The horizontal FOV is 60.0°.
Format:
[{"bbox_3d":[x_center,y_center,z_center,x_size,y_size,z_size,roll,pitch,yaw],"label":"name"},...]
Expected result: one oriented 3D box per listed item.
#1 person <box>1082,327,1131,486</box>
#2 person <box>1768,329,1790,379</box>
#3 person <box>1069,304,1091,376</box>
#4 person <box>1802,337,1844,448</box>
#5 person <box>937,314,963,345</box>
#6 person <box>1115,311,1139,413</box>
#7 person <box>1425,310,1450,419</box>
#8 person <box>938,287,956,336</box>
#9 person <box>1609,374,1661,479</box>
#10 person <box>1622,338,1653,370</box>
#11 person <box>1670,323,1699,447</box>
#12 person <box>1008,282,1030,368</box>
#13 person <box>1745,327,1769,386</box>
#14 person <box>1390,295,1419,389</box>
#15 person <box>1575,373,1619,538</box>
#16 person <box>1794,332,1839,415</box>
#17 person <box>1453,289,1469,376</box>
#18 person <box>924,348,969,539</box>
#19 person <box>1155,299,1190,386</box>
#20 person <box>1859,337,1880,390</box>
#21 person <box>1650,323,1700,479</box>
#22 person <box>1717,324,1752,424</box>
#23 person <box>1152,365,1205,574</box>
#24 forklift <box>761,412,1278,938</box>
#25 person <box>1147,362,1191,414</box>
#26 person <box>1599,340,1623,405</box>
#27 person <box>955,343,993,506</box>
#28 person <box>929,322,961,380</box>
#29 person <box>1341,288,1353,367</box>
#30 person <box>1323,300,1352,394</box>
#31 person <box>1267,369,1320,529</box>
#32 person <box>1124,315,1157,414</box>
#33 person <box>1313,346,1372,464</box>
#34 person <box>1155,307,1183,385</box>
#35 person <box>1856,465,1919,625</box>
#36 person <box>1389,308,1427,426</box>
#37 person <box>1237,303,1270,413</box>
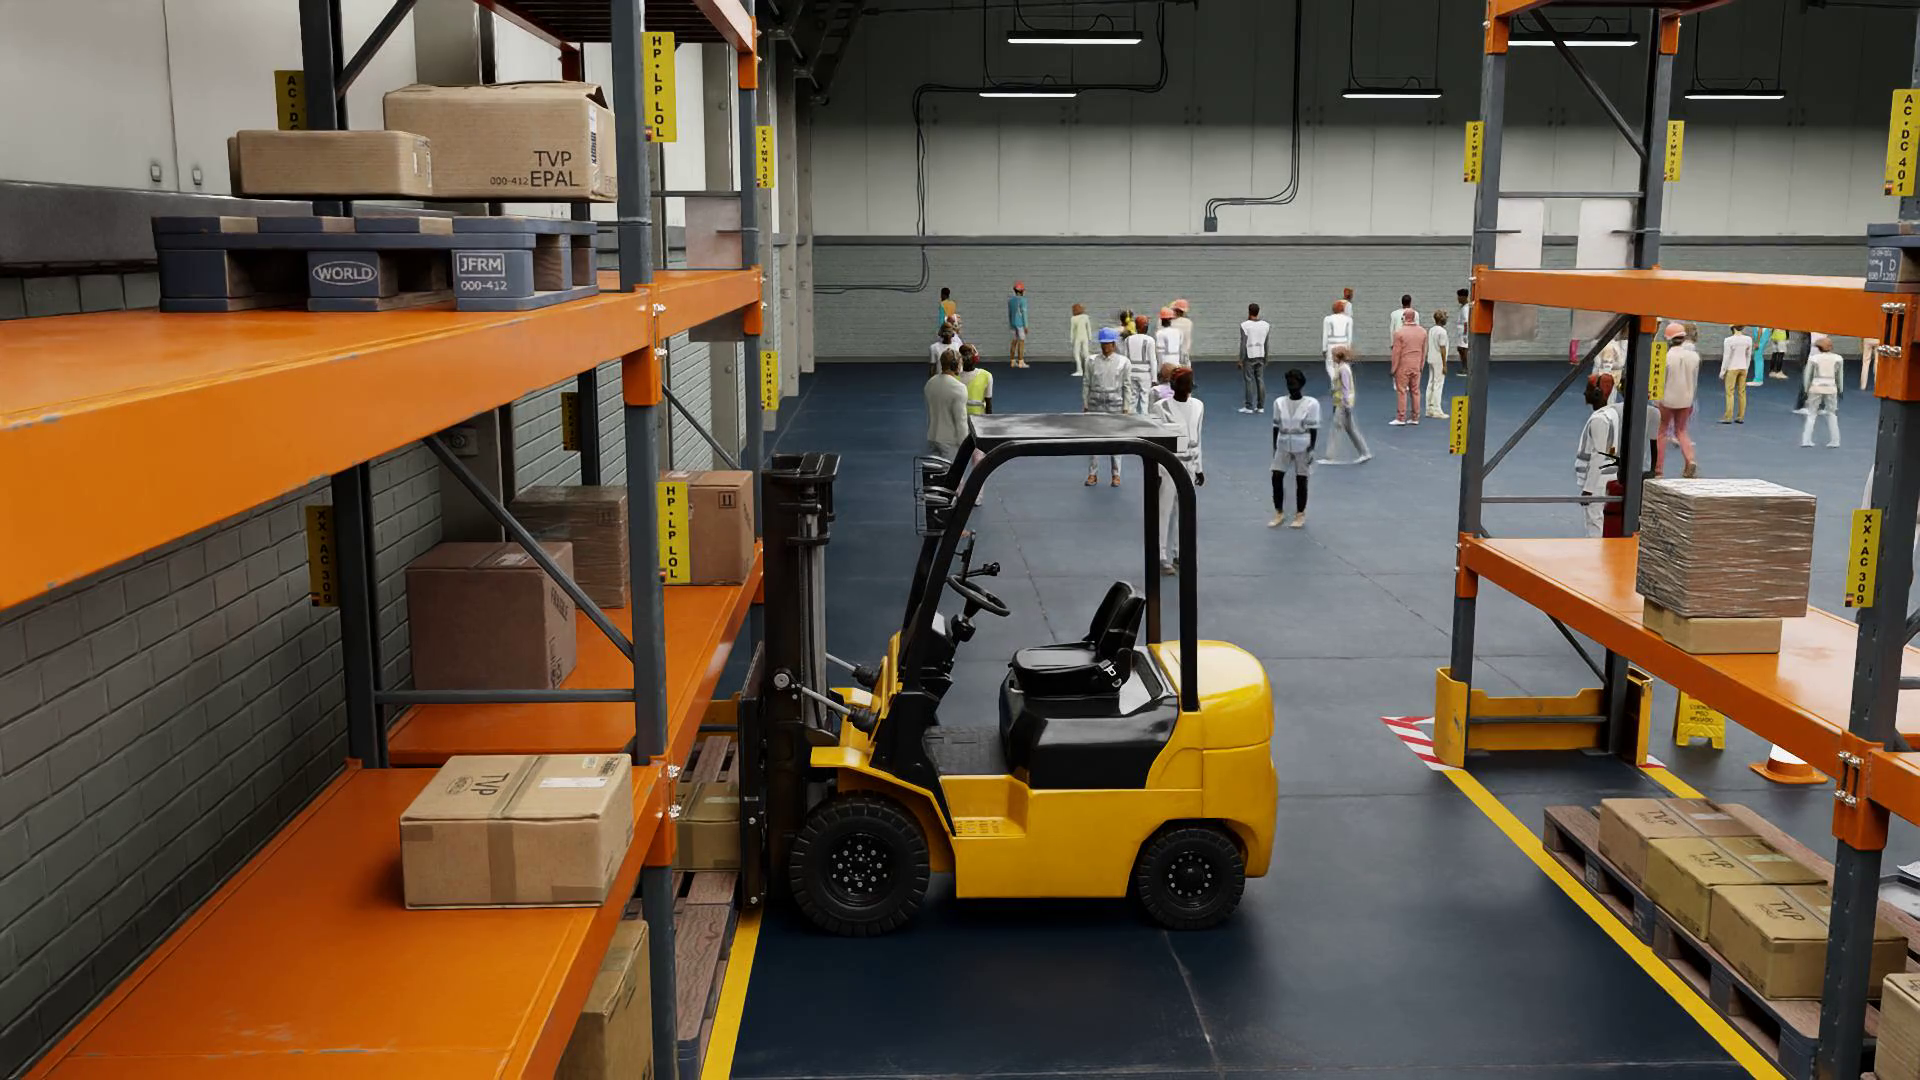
[{"bbox_3d":[1.791,-1.627,20.380,0.605,1.949,0.384,2,10,13],"label":"person"},{"bbox_3d":[17.994,-4.388,36.462,0.317,1.695,0.540,-2,10,-9],"label":"person"},{"bbox_3d":[2.729,-4.476,37.215,0.654,1.613,0.282,-6,12,-29],"label":"person"},{"bbox_3d":[12.538,-2.137,24.156,0.542,1.615,0.371,2,10,11],"label":"person"},{"bbox_3d":[-0.112,-2.461,25.179,0.400,1.900,0.647,-4,11,-20],"label":"person"},{"bbox_3d":[2.764,-2.958,28.171,0.756,1.822,0.565,-2,10,-12],"label":"person"},{"bbox_3d":[8.097,-2.969,28.142,0.341,1.846,0.510,-2,10,-12],"label":"person"},{"bbox_3d":[-0.296,-5.012,39.365,0.391,1.911,0.585,6,12,30],"label":"person"},{"bbox_3d":[5.911,-0.574,14.751,0.518,1.865,0.328,7,12,34],"label":"person"},{"bbox_3d":[12.299,-3.220,30.250,0.508,1.599,0.844,3,11,16],"label":"person"},{"bbox_3d":[10.546,-2.235,24.147,0.384,1.827,0.564,2,10,11],"label":"person"},{"bbox_3d":[1.402,-5.090,39.411,0.373,2.044,0.608,-8,13,-39],"label":"person"},{"bbox_3d":[16.597,-4.111,34.551,0.361,1.834,0.519,6,12,29],"label":"person"},{"bbox_3d":[9.009,-4.007,33.722,0.591,1.920,0.393,6,12,31],"label":"person"},{"bbox_3d":[5.421,-0.487,14.215,0.355,1.882,0.575,5,11,27],"label":"person"},{"bbox_3d":[14.864,-3.084,28.680,0.619,1.876,0.938,-6,12,-29],"label":"person"},{"bbox_3d":[11.254,-4.638,37.159,0.407,1.944,0.618,2,10,9],"label":"person"},{"bbox_3d":[-0.130,-0.967,16.777,0.369,1.932,0.623,-8,13,-37],"label":"person"},{"bbox_3d":[3.792,-3.333,29.869,0.670,1.957,0.470,0,10,-2],"label":"person"},{"bbox_3d":[18.467,-3.949,33.610,0.517,1.842,0.325,5,12,28],"label":"person"},{"bbox_3d":[8.978,-1.731,20.871,0.640,1.980,0.606,-2,10,-8],"label":"person"},{"bbox_3d":[12.740,-2.784,27.361,0.524,1.760,0.327,-3,11,-14],"label":"person"},{"bbox_3d":[1.975,-0.640,15.066,0.577,1.882,0.349,-7,12,-33],"label":"person"},{"bbox_3d":[0.291,0.548,7.580,2.313,2.155,1.214,0,10,-2],"label":"forklift"},{"bbox_3d":[2.362,-1.188,18.831,0.519,1.631,0.322,-1,10,-6],"label":"person"},{"bbox_3d":[9.470,-2.285,24.135,0.390,1.923,0.549,6,12,30],"label":"person"},{"bbox_3d":[0.095,-1.307,18.876,0.563,1.847,0.389,3,11,17],"label":"person"},{"bbox_3d":[-0.189,-2.199,23.855,0.508,1.846,0.345,-2,10,-14],"label":"person"},{"bbox_3d":[9.227,-5.087,39.862,0.359,1.877,0.589,-2,10,-13],"label":"person"},{"bbox_3d":[7.370,-3.754,32.465,0.583,1.865,0.615,-1,10,-7],"label":"person"},{"bbox_3d":[3.442,-0.925,17.233,0.537,1.679,0.567,6,12,30],"label":"person"},{"bbox_3d":[2.735,-2.442,25.105,0.575,1.883,0.355,9,14,42],"label":"person"},{"bbox_3d":[5.202,-1.804,22.344,0.833,1.600,0.528,2,10,13],"label":"person"},{"bbox_3d":[3.457,-2.846,27.249,0.570,1.918,0.674,-7,12,-34],"label":"person"},{"bbox_3d":[6.157,0.106,11.053,0.385,1.837,0.561,1,10,8],"label":"person"},{"bbox_3d":[7.276,-2.817,27.126,0.642,1.909,0.399,-4,11,-22],"label":"person"},{"bbox_3d":[5.148,-3.182,29.129,0.597,1.916,0.372,-5,11,-25],"label":"person"}]
